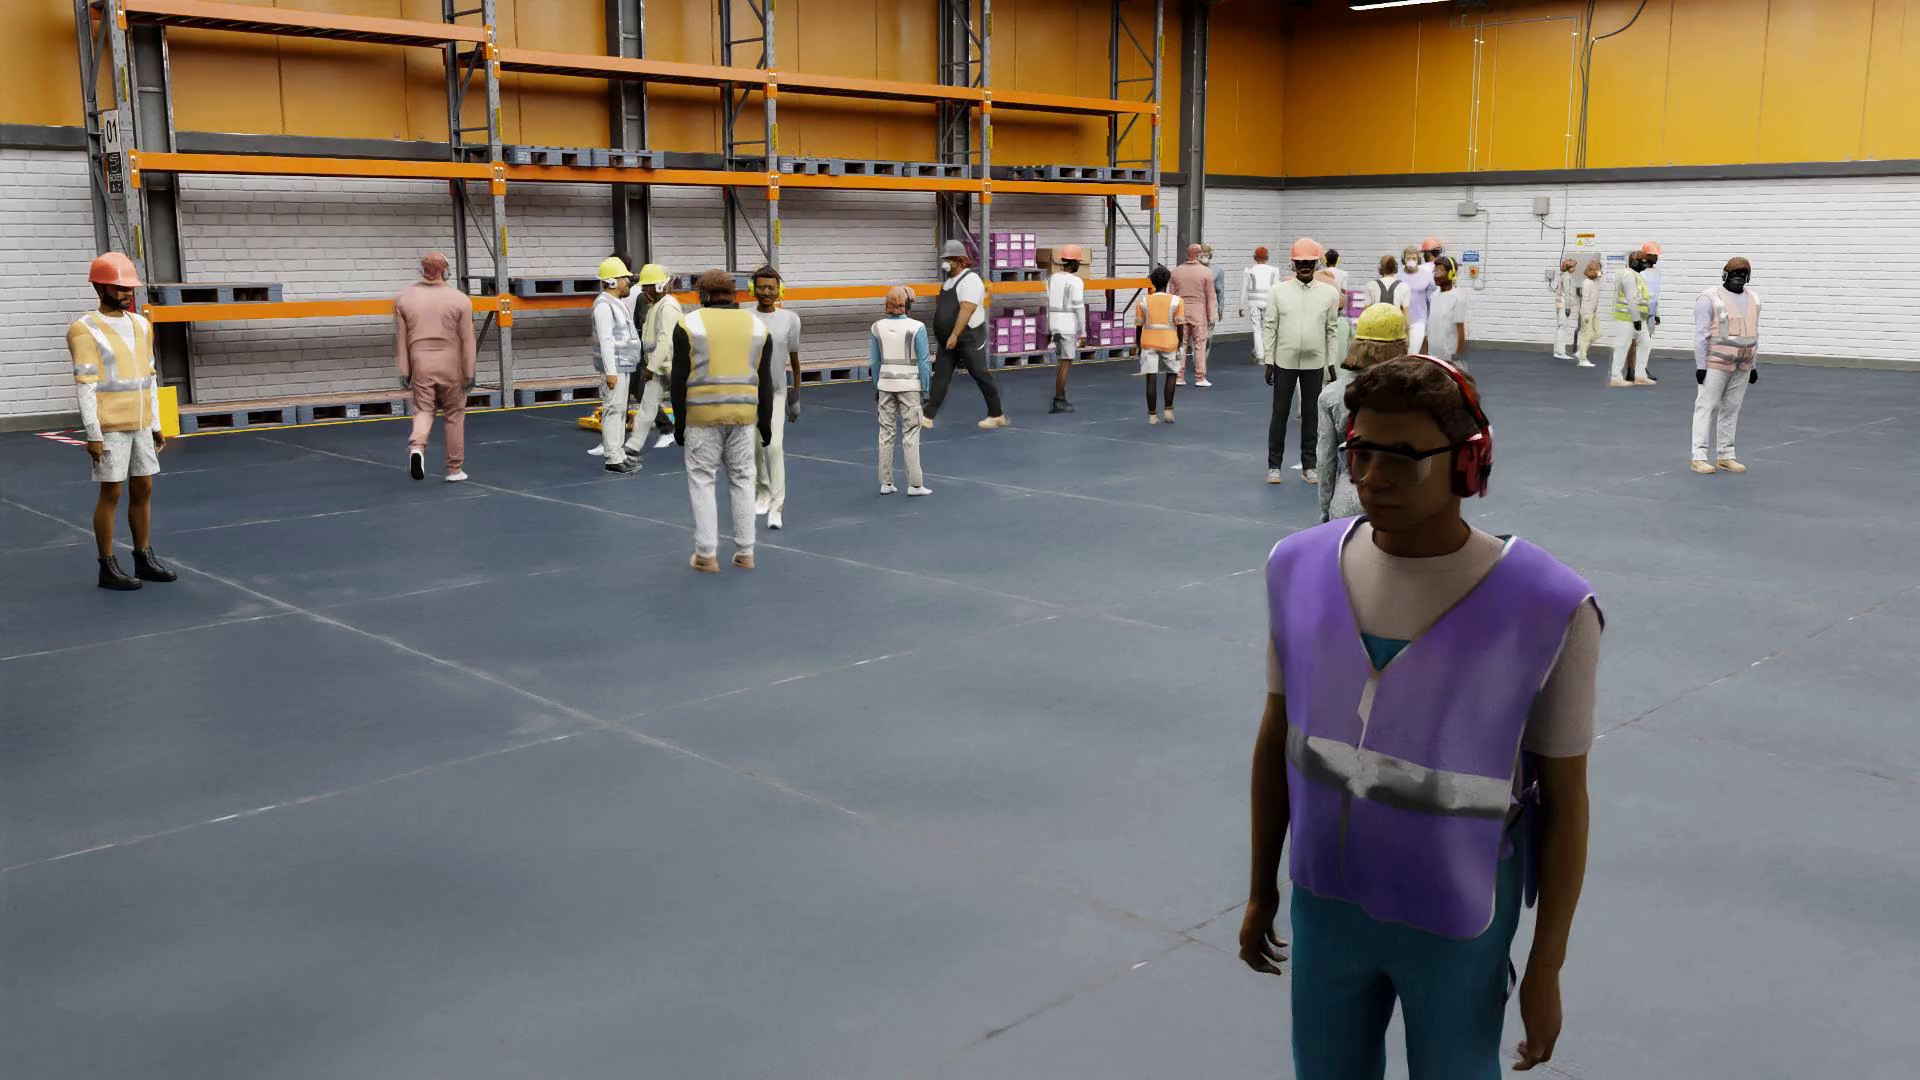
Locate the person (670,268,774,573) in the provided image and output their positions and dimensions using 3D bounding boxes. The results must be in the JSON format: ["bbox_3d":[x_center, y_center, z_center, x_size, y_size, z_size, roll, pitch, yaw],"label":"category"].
[{"bbox_3d":[-1.427,-0.717,10.065,0.649,1.824,0.432,-6,12,-28],"label":"person"}]

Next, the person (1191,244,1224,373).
[{"bbox_3d":[3.599,-3.440,24.696,0.631,1.910,0.869,1,10,4],"label":"person"}]

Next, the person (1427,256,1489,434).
[{"bbox_3d":[4.567,-1.724,15.508,0.875,1.845,0.524,-4,11,-21],"label":"person"}]

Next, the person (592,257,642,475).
[{"bbox_3d":[-2.916,-1.479,14.166,0.404,1.837,0.595,0,10,-1],"label":"person"}]

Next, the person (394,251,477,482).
[{"bbox_3d":[-4.247,-1.382,13.487,0.643,1.896,0.579,0,10,1],"label":"person"}]

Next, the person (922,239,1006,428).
[{"bbox_3d":[0.003,-2.174,17.398,1.052,2.000,0.685,-6,12,-29],"label":"person"}]

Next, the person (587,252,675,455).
[{"bbox_3d":[-3.072,-1.756,15.623,0.994,1.875,0.611,-8,13,-37],"label":"person"}]

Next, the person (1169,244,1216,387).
[{"bbox_3d":[3.127,-3.004,22.295,0.651,1.904,0.403,6,12,29],"label":"person"}]

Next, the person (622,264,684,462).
[{"bbox_3d":[-2.618,-1.573,14.891,1.023,1.770,0.571,-6,12,-29],"label":"person"}]

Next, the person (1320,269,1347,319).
[{"bbox_3d":[4.398,-2.450,20.053,0.517,1.617,0.441,3,11,13],"label":"person"}]

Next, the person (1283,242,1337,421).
[{"bbox_3d":[3.724,-2.196,17.762,0.613,1.968,0.878,-1,10,-5],"label":"person"}]

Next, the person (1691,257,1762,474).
[{"bbox_3d":[6.556,-1.487,14.206,0.624,1.841,0.430,-3,11,-15],"label":"person"}]

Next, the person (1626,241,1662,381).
[{"bbox_3d":[9.546,-3.176,23.143,0.543,1.939,0.359,-6,12,-29],"label":"person"}]

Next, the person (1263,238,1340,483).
[{"bbox_3d":[2.781,-1.450,13.574,0.612,1.996,0.389,0,10,2],"label":"person"}]

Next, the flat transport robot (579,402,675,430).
[{"bbox_3d":[-3.234,-1.324,17.591,1.431,0.197,0.652,-7,13,-35],"label":"flat transport robot"}]

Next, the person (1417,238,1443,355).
[{"bbox_3d":[6.451,-3.179,23.046,0.616,1.976,1.081,-6,12,-30],"label":"person"}]

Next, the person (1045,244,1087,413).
[{"bbox_3d":[1.233,-2.405,18.989,0.564,1.913,0.575,-8,13,-37],"label":"person"}]

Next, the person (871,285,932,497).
[{"bbox_3d":[-0.460,-1.151,12.914,0.511,1.641,0.309,5,12,27],"label":"person"}]

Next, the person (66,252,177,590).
[{"bbox_3d":[-4.790,-0.673,9.539,0.384,1.929,0.539,3,11,16],"label":"person"}]

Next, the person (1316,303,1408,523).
[{"bbox_3d":[1.739,-0.119,7.007,0.486,1.744,0.294,6,12,30],"label":"person"}]

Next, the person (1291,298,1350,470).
[{"bbox_3d":[3.208,-1.345,14.129,0.491,1.603,0.802,-9,14,-41],"label":"person"}]

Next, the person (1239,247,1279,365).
[{"bbox_3d":[4.711,-3.700,26.286,0.604,1.827,0.966,-1,10,-5],"label":"person"}]

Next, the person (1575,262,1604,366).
[{"bbox_3d":[9.770,-3.488,25.708,0.342,1.618,0.525,9,13,39],"label":"person"}]

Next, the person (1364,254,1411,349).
[{"bbox_3d":[4.804,-2.307,18.786,0.552,1.813,0.743,3,11,17],"label":"person"}]

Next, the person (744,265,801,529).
[{"bbox_3d":[-1.388,-1.028,11.778,0.533,1.822,0.989,0,10,-1],"label":"person"}]

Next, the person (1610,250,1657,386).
[{"bbox_3d":[9.066,-2.943,22.191,0.702,1.818,0.646,8,13,36],"label":"person"}]

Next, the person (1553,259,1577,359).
[{"bbox_3d":[9.931,-3.788,27.298,0.310,1.639,0.514,2,11,11],"label":"person"}]

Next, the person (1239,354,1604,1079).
[{"bbox_3d":[0.731,0.614,2.736,0.570,1.840,0.373,9,14,41],"label":"person"}]

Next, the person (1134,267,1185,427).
[{"bbox_3d":[2.134,-2.058,17.722,0.552,1.677,0.565,3,11,14],"label":"person"}]

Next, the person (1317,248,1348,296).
[{"bbox_3d":[5.504,-3.417,24.771,0.520,1.838,0.861,1,10,3],"label":"person"}]

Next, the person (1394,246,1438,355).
[{"bbox_3d":[5.419,-2.597,20.132,0.645,1.884,1.047,4,11,22],"label":"person"}]
